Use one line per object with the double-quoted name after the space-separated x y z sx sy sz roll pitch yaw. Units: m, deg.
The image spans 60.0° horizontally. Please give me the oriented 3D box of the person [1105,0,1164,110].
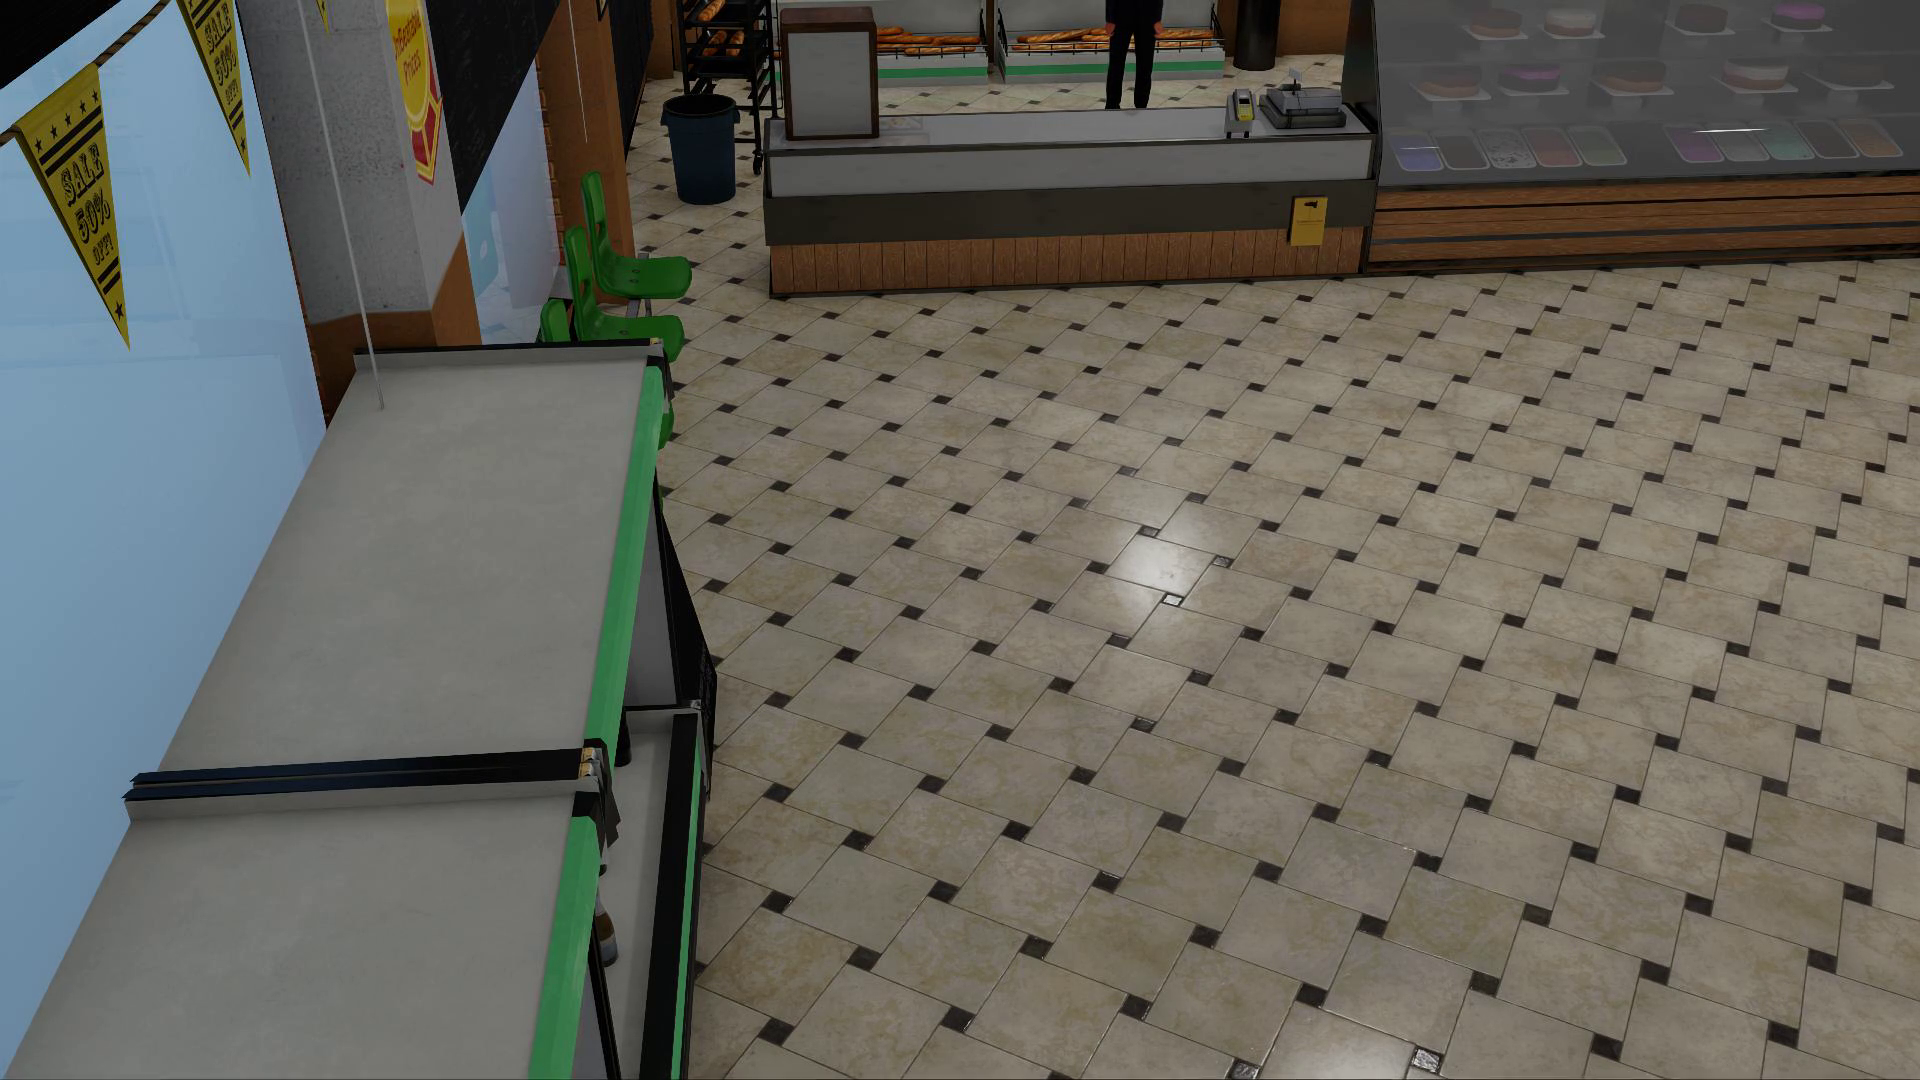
1.415 -4.246 13.478 0.616 1.868 0.563 -3 32 -4 "person"
